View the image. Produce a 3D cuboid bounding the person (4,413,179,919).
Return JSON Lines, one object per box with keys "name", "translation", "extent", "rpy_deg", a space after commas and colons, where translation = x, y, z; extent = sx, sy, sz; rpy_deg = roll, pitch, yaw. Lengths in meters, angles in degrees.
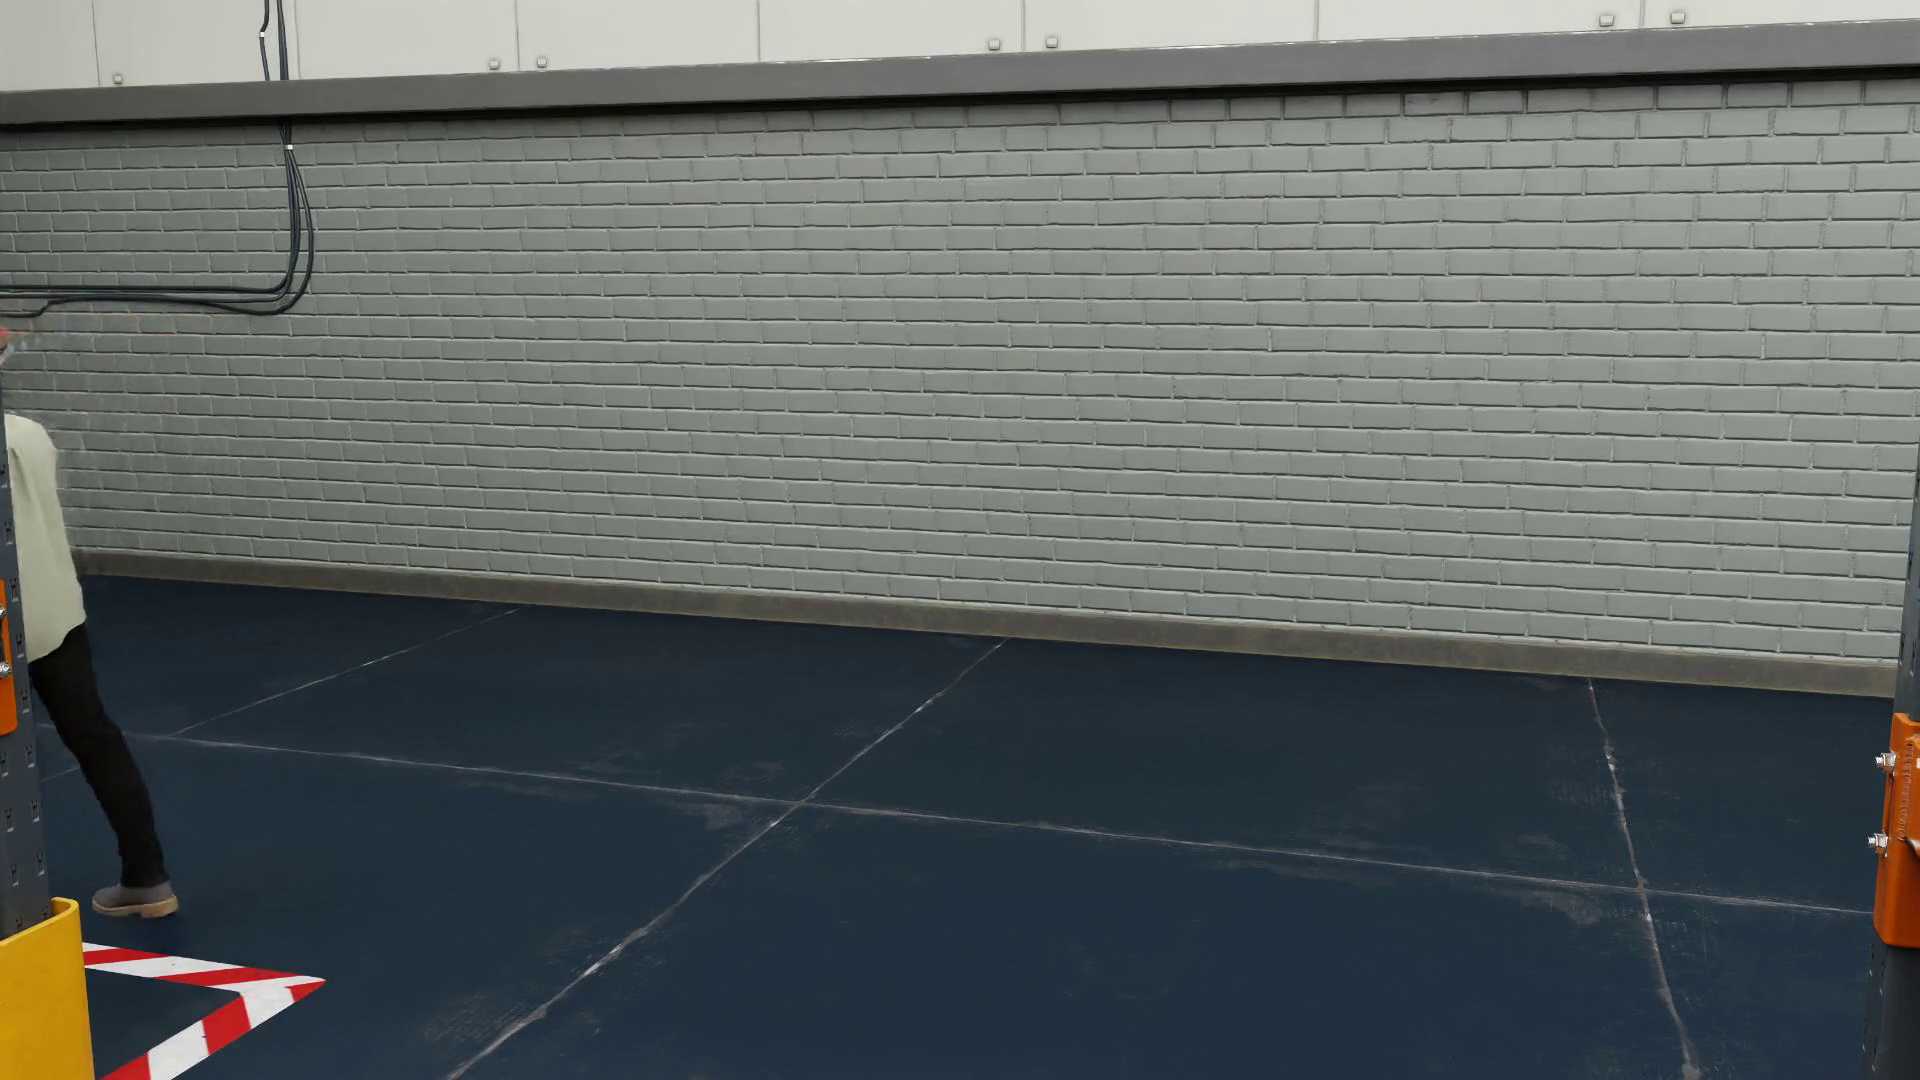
{"name": "person", "translation": [-2.969, 0.267, 5.126], "extent": [1.069, 1.925, 0.650], "rpy_deg": [2, 10, 10]}
